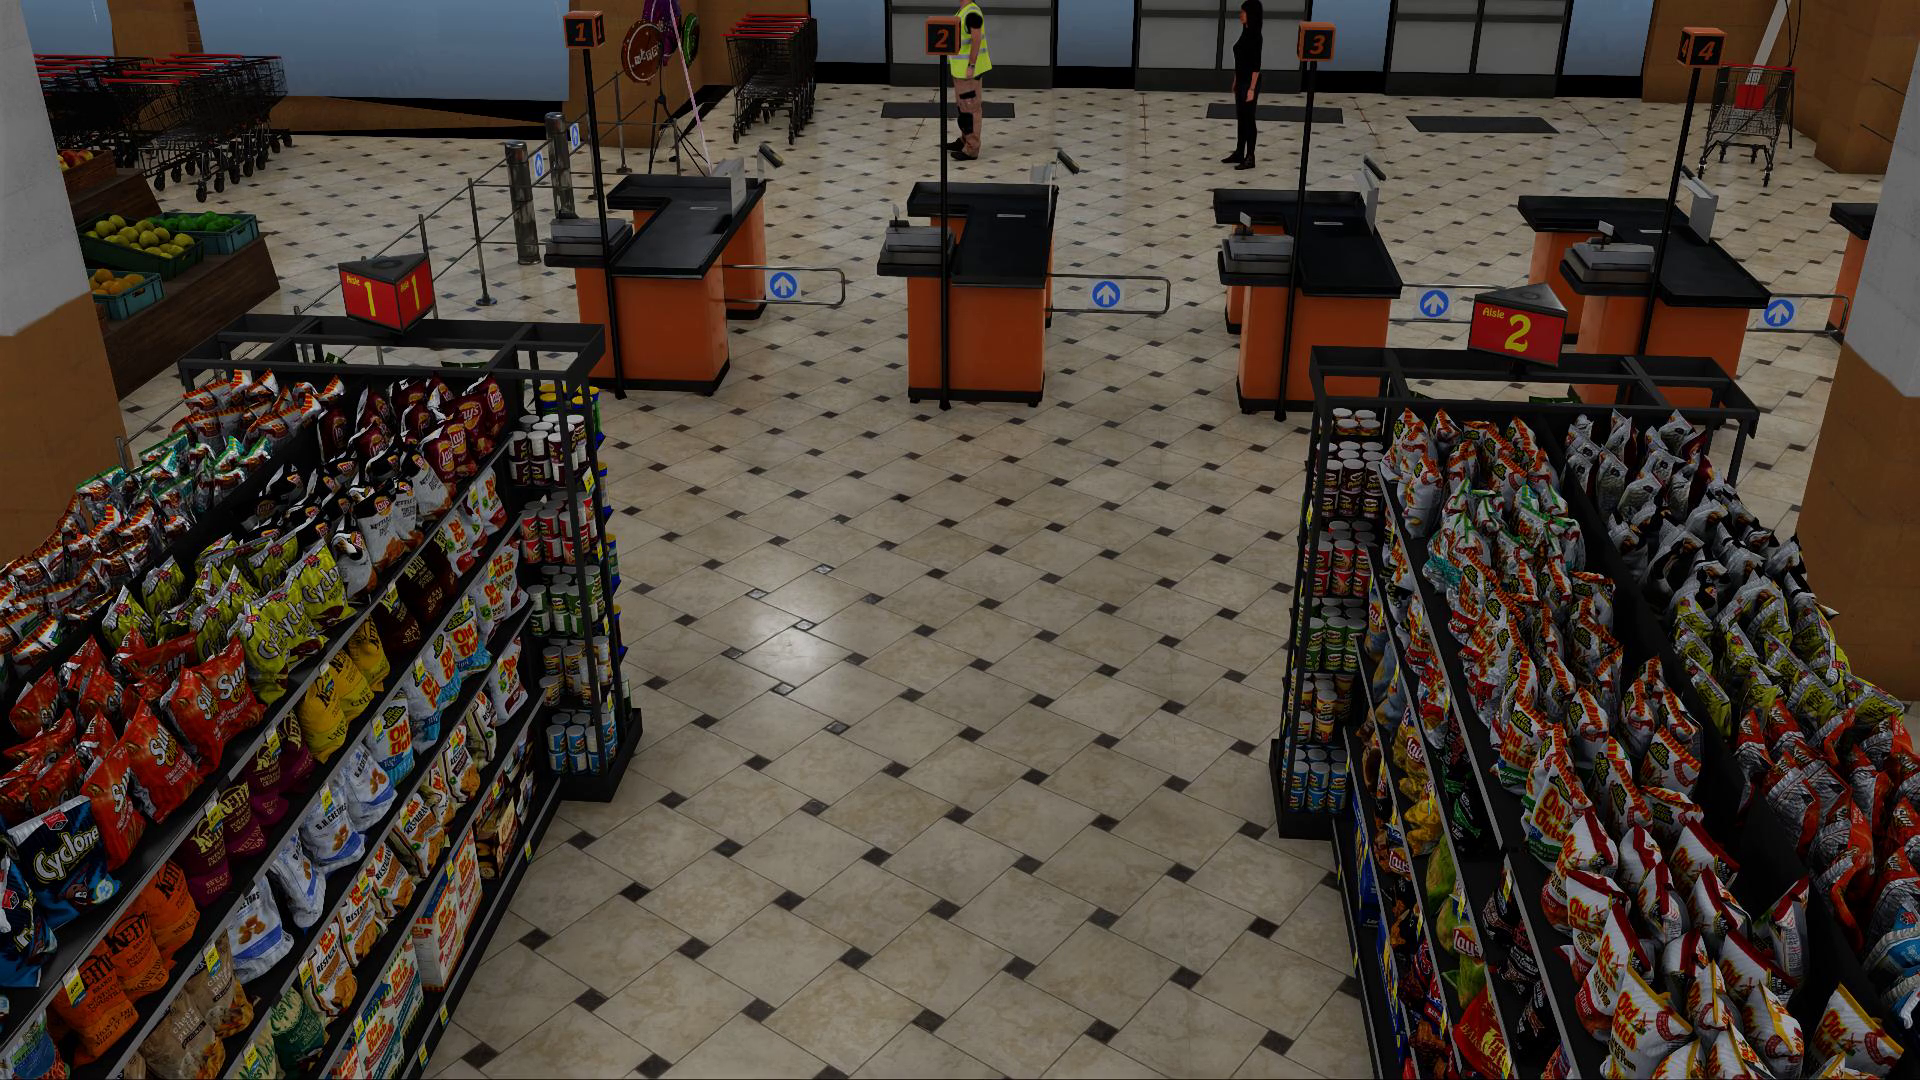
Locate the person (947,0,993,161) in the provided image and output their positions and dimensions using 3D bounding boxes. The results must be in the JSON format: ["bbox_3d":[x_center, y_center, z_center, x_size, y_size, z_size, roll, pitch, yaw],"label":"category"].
[{"bbox_3d":[0.064,-4.839,16.975,0.833,1.847,0.739,-4,27,-8],"label":"person"}]

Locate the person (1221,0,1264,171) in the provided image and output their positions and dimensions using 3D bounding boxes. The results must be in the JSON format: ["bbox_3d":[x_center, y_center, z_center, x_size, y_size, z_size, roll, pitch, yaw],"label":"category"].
[{"bbox_3d":[2.889,-4.573,16.676,0.699,1.642,0.559,-8,28,-15],"label":"person"}]
